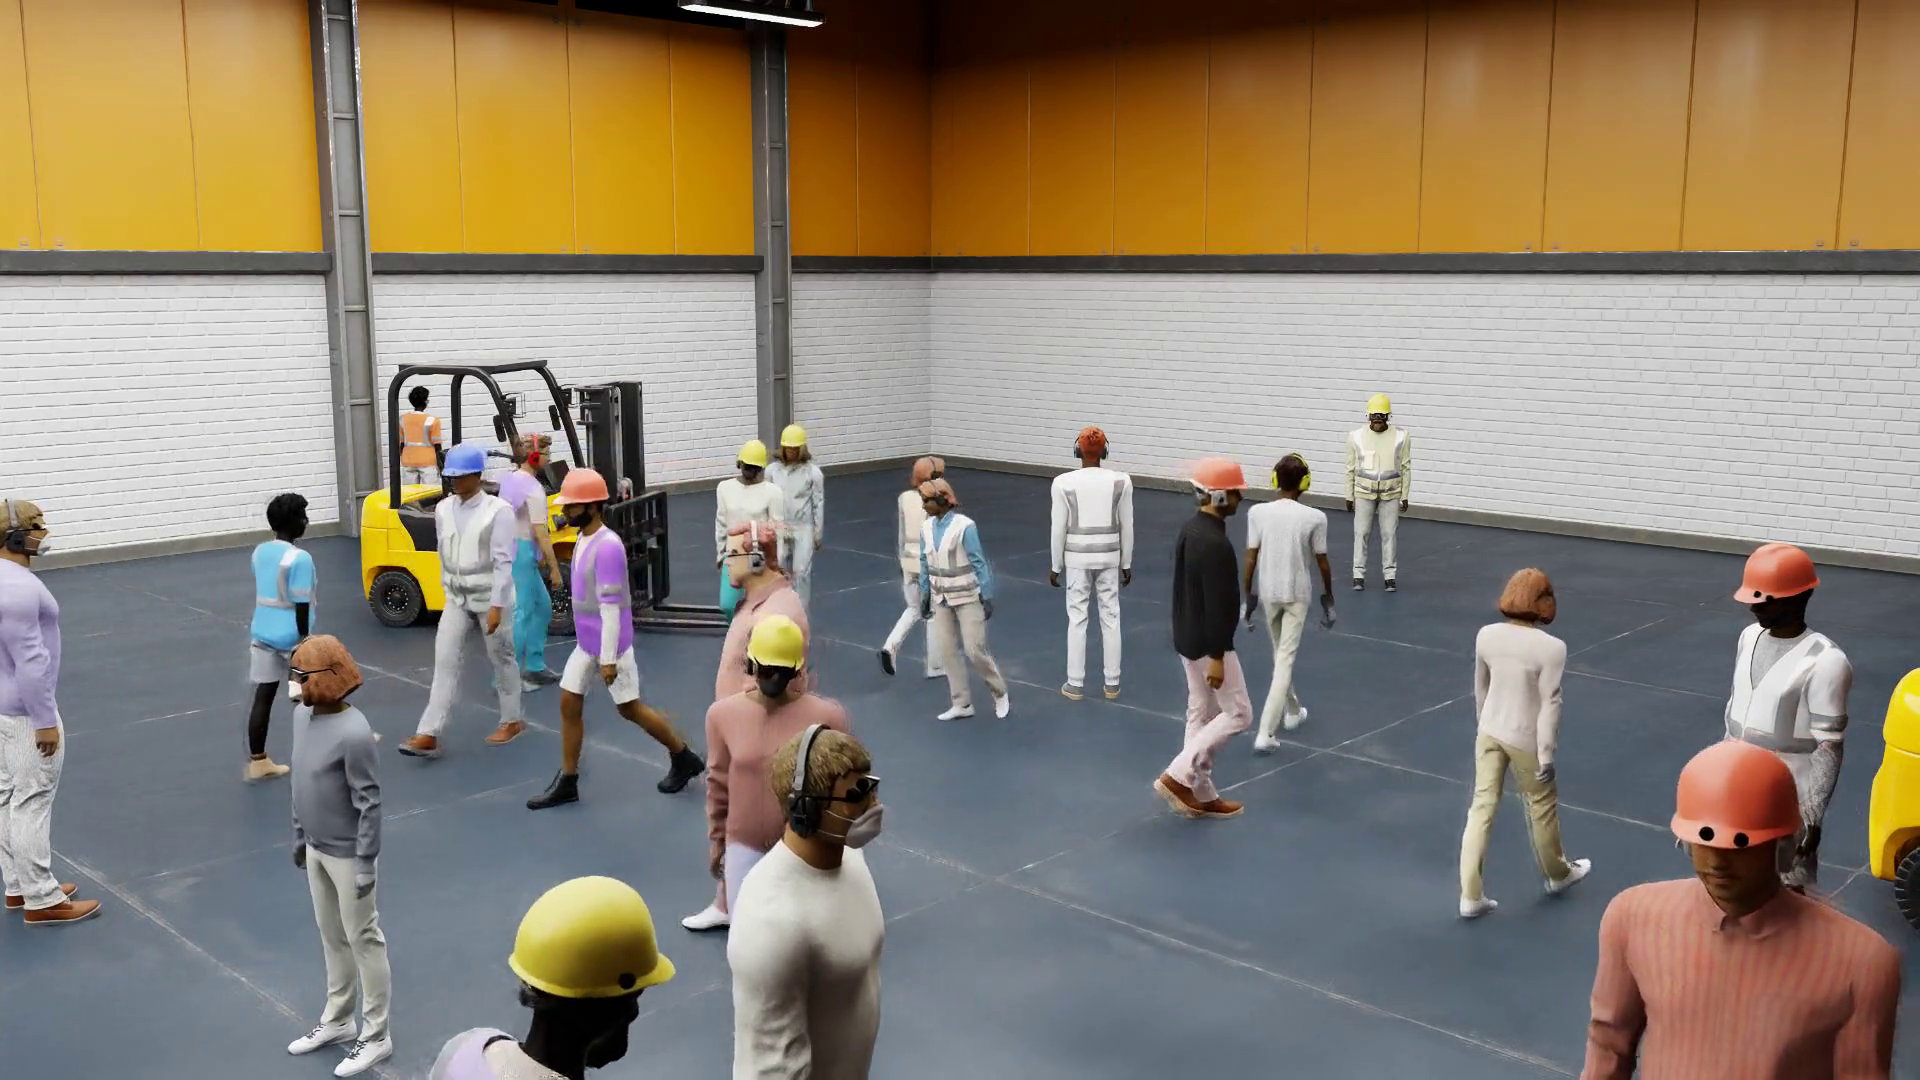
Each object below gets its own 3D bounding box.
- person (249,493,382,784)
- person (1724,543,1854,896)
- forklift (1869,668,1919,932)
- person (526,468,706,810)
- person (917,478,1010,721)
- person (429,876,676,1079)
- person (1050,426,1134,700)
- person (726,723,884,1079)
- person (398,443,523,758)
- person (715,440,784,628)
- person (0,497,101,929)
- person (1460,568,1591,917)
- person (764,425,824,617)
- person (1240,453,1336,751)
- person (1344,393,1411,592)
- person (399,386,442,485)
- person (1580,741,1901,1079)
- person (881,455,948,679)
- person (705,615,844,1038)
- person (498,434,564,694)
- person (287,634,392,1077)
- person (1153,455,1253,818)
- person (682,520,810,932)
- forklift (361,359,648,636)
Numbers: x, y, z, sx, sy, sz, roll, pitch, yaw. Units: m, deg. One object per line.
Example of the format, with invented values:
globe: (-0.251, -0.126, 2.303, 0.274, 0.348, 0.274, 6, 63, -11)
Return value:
person: (-3.834, 0.545, 9.718, 0.549, 1.650, 0.857, 6, 11, 34)
person: (3.090, 0.962, 6.364, 0.372, 1.928, 0.543, -2, 10, -14)
forklift: (5.205, 0.723, 7.013, 2.313, 2.155, 1.214, 9, 13, 43)
person: (-1.883, 0.529, 9.157, 0.959, 1.896, 0.554, -5, 11, -29)
person: (0.013, 0.388, 10.834, 0.566, 1.608, 0.564, -9, 13, -42)
person: (-0.800, 1.535, 2.950, 0.615, 1.895, 0.653, 9, 13, 44)
person: (0.901, 0.162, 11.399, 0.573, 1.883, 0.354, -1, 9, -5)
person: (-0.334, 1.366, 3.848, 0.378, 1.940, 0.628, 2, 9, 10)
person: (-2.984, 0.379, 10.000, 0.615, 1.901, 0.968, 4, 10, 21)
person: (-1.529, 0.131, 12.030, 0.557, 1.735, 0.401, 3, 10, 15)
person: (-4.205, 0.771, 7.497, 0.370, 1.941, 0.627, -8, 12, -42)
person: (2.599, 0.914, 7.660, 0.847, 1.581, 0.521, -7, 11, -35)
person: (-1.316, -0.080, 13.348, 0.496, 1.721, 0.489, 2, 9, 13)
person: (2.043, 0.372, 10.337, 0.544, 1.821, 0.998, 5, 11, 30)
person: (3.820, -0.431, 15.235, 0.592, 1.825, 0.403, 2, 9, 11)
person: (-5.845, -0.822, 18.033, 0.536, 1.693, 0.321, 2, 9, 12)
person: (1.671, 1.383, 3.626, 0.636, 1.973, 0.513, 8, 12, 39)
person: (-0.287, 0.213, 11.856, 0.525, 1.624, 0.537, 8, 12, 41)
person: (-0.660, 1.094, 6.161, 0.535, 1.740, 0.743, 1, 9, 6)
person: (-2.979, 0.163, 11.600, 0.679, 1.813, 0.633, -6, 11, -33)
person: (-2.302, 1.147, 6.124, 0.500, 1.634, 0.286, 8, 12, 41)
person: (1.316, 0.534, 8.811, 0.459, 1.979, 0.638, -2, 9, -10)
person: (-0.941, 0.856, 7.163, 0.728, 1.885, 0.648, -3, 10, -15)
forklift: (-3.850, -0.407, 13.936, 2.313, 2.155, 1.214, 2, 9, 11)
